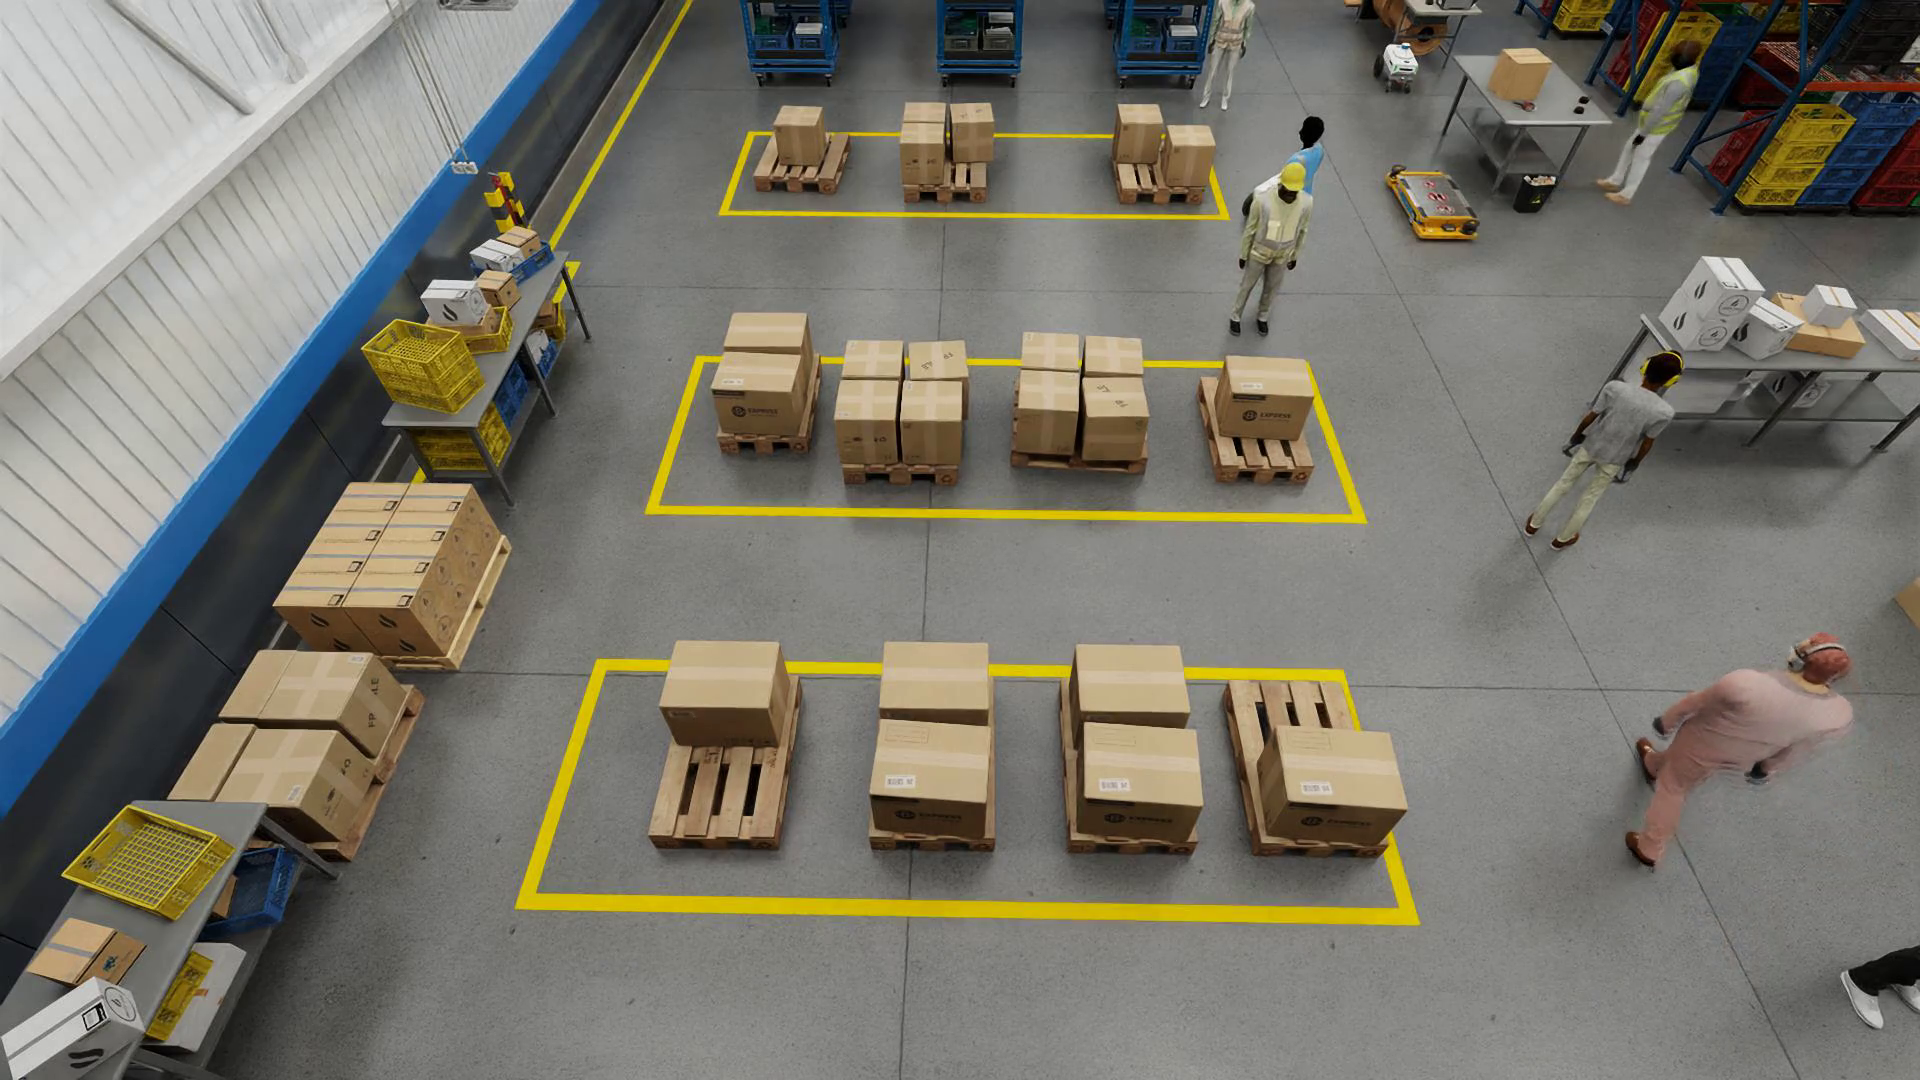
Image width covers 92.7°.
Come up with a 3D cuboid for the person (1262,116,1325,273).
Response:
[{"bbox_3d":[3.527,-3.629,9.719,0.535,1.697,0.318,-36,58,-27],"label":"person"}]

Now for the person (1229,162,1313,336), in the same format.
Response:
[{"bbox_3d":[3.022,-2.803,8.923,0.597,1.823,0.403,0,49,0],"label":"person"}]

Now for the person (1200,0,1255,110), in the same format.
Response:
[{"bbox_3d":[3.627,-6.701,12.415,0.522,1.639,0.309,13,50,11],"label":"person"}]

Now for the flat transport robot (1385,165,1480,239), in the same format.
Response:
[{"bbox_3d":[5.692,-4.094,11.059,0.652,0.197,1.431,1,49,1],"label":"flat transport robot"}]

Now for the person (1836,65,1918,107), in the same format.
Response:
[{"bbox_3d":[11.728,-6.001,11.619,0.370,1.939,0.642,-29,55,-23],"label":"person"}]

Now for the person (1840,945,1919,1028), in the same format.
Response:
[{"bbox_3d":[5.412,2.027,4.683,0.597,1.910,0.380,-9,50,-8],"label":"person"}]

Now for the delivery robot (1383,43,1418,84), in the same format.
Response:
[{"bbox_3d":[6.372,-6.919,13.258,0.477,0.478,0.707,5,49,4],"label":"delivery robot"}]

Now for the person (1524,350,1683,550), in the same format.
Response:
[{"bbox_3d":[4.940,-0.668,7.047,0.328,1.865,0.520,-34,57,-26],"label":"person"}]

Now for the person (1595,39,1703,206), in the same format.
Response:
[{"bbox_3d":[8.091,-4.834,10.681,0.439,1.826,0.683,27,54,21],"label":"person"}]

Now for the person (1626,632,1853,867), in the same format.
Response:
[{"bbox_3d":[4.549,1.190,5.451,0.642,1.861,1.007,10,50,9],"label":"person"}]
